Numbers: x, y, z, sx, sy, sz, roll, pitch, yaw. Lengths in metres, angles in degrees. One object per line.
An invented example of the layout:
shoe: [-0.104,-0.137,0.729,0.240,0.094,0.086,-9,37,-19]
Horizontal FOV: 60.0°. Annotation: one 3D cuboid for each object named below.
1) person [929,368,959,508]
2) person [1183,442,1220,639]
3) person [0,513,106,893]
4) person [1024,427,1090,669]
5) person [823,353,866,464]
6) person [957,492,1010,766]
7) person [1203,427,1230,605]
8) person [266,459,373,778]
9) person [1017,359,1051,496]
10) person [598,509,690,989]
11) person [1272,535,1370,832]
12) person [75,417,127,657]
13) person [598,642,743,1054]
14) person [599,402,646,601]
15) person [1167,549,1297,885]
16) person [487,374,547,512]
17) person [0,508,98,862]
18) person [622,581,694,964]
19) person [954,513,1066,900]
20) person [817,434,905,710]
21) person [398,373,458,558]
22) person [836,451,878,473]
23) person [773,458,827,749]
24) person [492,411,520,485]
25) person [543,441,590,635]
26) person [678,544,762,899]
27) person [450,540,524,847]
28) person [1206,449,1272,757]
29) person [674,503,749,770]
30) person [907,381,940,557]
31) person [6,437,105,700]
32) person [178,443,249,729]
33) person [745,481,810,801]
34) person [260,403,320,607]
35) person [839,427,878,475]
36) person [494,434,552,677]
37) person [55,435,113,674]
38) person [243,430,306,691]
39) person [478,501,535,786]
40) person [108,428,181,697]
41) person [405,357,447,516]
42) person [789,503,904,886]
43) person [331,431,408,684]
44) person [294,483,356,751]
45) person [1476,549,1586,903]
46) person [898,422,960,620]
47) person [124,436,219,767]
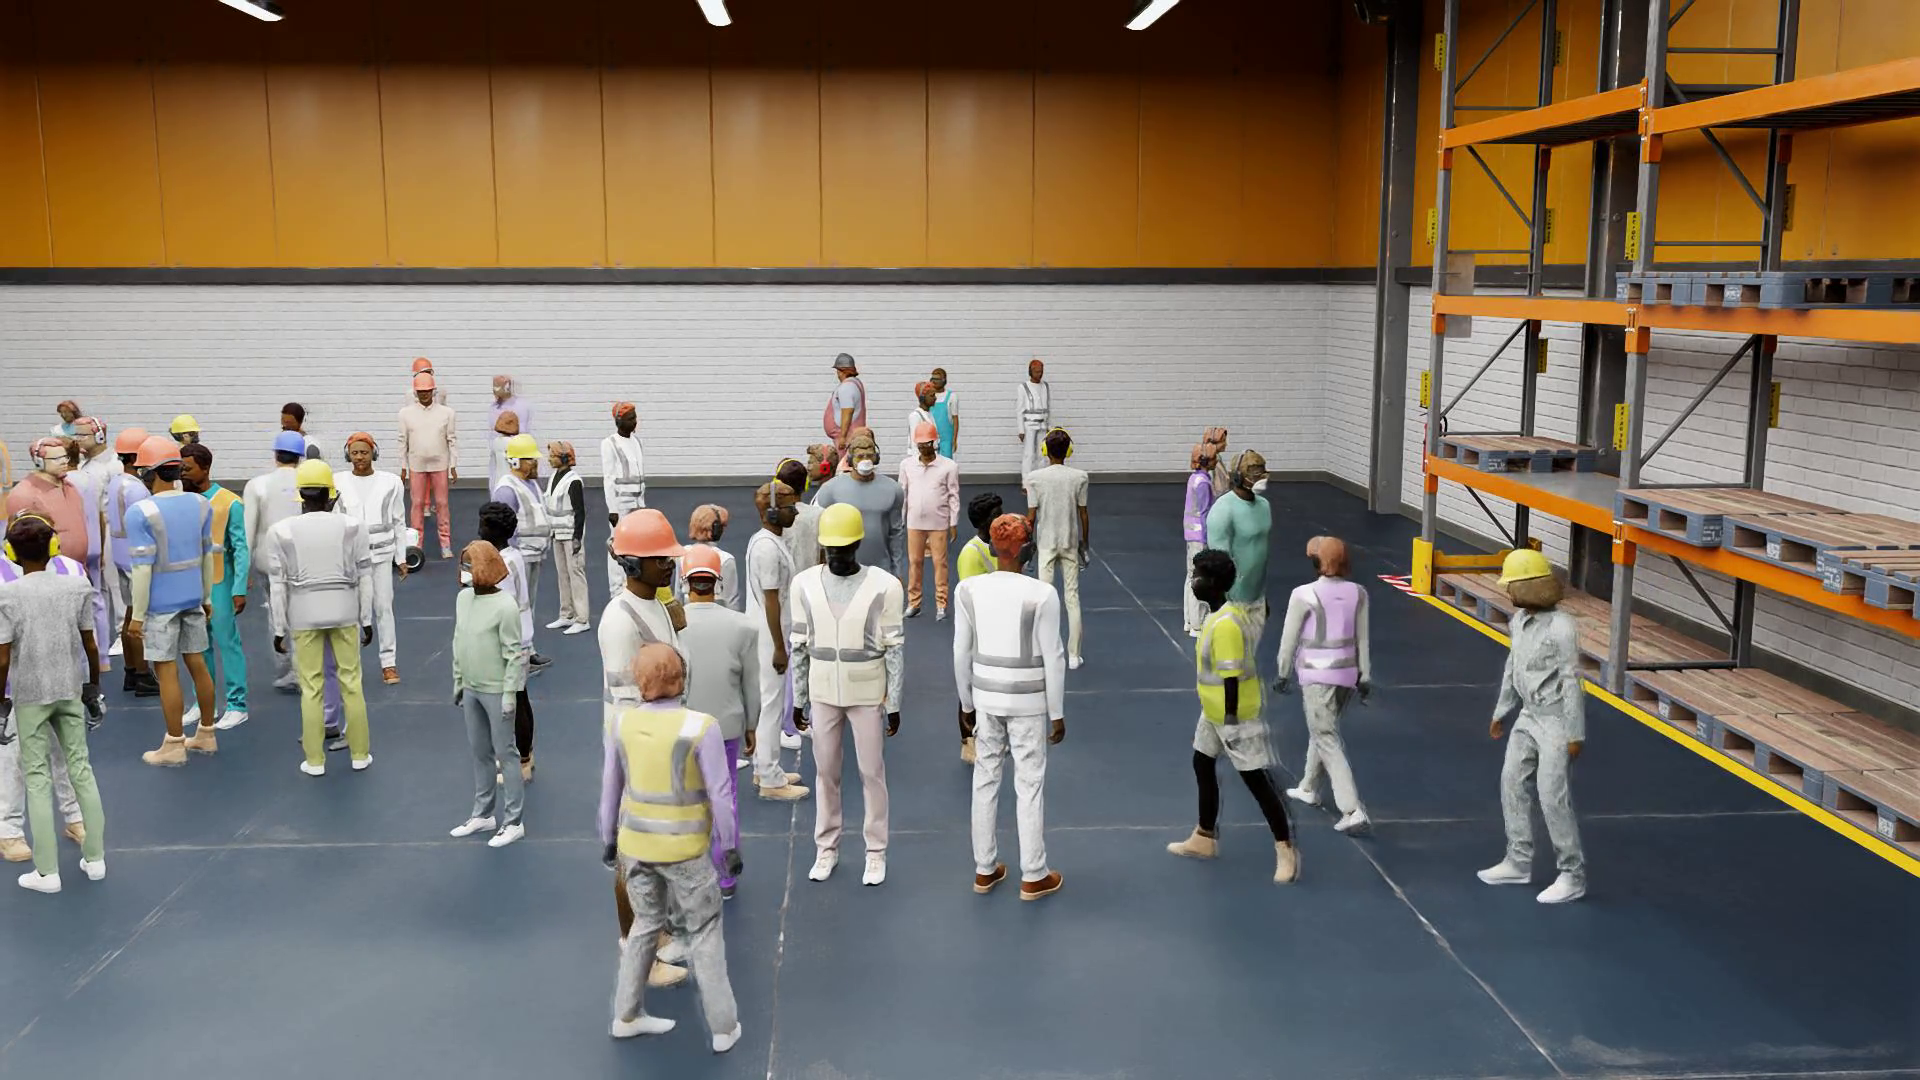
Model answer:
person: [-0.257,-1.287,21.350,0.505,1.846,0.347,4,10,25]
person: [2.017,0.004,13.889,0.307,1.640,0.519,0,9,-1]
person: [-4.496,0.799,8.191,0.310,1.865,0.531,7,12,39]
person: [0.741,0.067,12.770,0.519,1.873,0.328,-1,9,-4]
person: [-1.487,-1.386,21.358,0.536,2.000,0.688,2,9,11]
person: [0.148,0.545,10.312,0.321,1.697,0.529,3,10,18]
person: [2.322,-0.220,15.295,0.307,1.641,0.513,3,9,16]
person: [-3.850,0.471,10.052,0.588,1.928,0.383,-4,10,-24]
person: [1.029,-1.540,22.851,0.583,1.879,0.365,-8,12,-40]
person: [-1.326,0.879,7.133,0.376,2.044,0.607,0,9,1]
person: [2.050,0.775,9.167,0.505,1.600,0.810,-5,10,-28]
person: [-6.872,-0.029,13.262,0.643,1.909,0.409,4,10,23]
person: [-1.143,1.197,6.494,0.586,1.612,0.346,4,10,25]
person: [-3.032,-0.313,15.124,0.356,1.882,0.574,3,10,19]
person: [1.425,0.874,8.409,0.636,1.658,0.585,0,9,0]
person: [-5.229,-0.990,19.353,0.645,1.885,0.797,5,10,30]
person: [-4.806,0.741,8.685,0.431,1.837,0.623,7,11,37]
person: [-1.340,0.997,7.376,0.320,1.729,0.486,-5,10,-29]
person: [0.249,0.807,8.086,0.572,1.883,0.353,5,10,27]
person: [-0.675,0.230,11.531,0.627,1.940,0.371,-3,10,-20]
person: [-5.675,-0.789,17.758,0.612,1.995,0.382,-3,10,-18]
person: [-0.748,0.192,12.349,0.326,1.751,0.559,-1,9,-4]
person: [-1.062,0.404,10.669,0.328,1.869,0.509,9,13,43]
person: [-4.638,-0.516,17.174,0.284,1.633,0.497,-9,12,-43]
person: [-3.327,-0.023,14.061,0.311,1.638,0.523,-7,11,-38]
person: [-1.247,0.886,8.051,0.573,1.737,0.355,-3,10,-19]
person: [-2.523,0.808,8.860,0.499,1.633,0.286,7,11,36]
person: [1.776,0.387,10.546,0.362,1.938,0.631,7,12,38]
person: [-1.534,0.596,10.172,0.523,1.638,0.310,7,12,38]
person: [-0.391,-0.771,17.993,0.354,1.883,0.572,2,9,13]
person: [-6.270,0.239,11.573,0.406,1.911,0.636,1,9,6]
person: [-5.028,0.303,11.138,0.599,1.917,0.376,3,9,18]
person: [-1.073,0.579,9.634,0.343,1.847,0.507,-2,9,-12]
person: [-6.029,-0.331,15.297,0.655,1.888,0.814,7,12,38]
person: [-0.929,-0.248,15.527,0.278,1.628,0.503,8,12,39]
person: [-3.307,0.107,12.637,0.403,1.832,0.593,1,9,4]
person: [-6.628,0.132,12.479,0.351,1.838,0.511,3,10,18]
person: [-4.944,0.154,12.188,0.613,1.895,0.825,-2,9,-13]
person: [-2.704,0.611,9.900,0.317,1.695,0.540,-1,9,-8]
person: [-5.900,0.156,11.999,0.366,1.935,0.552,-8,12,-41]
person: [-6.726,-1.300,20.961,0.382,1.993,0.622,6,11,31]
person: [-0.568,0.762,8.260,0.586,1.920,0.397,2,9,13]
person: [-4.378,0.141,12.268,0.572,1.883,0.356,-3,10,-19]
person: [-4.052,0.460,10.629,0.524,1.770,0.315,7,11,37]
person: [2.810,0.896,8.049,0.473,1.715,0.515,-1,9,-7]
person: [-0.288,-0.167,14.602,0.574,1.749,0.333,2,9,14]
person: [-4.888,0.378,10.276,0.375,2.042,0.615,4,10,21]
